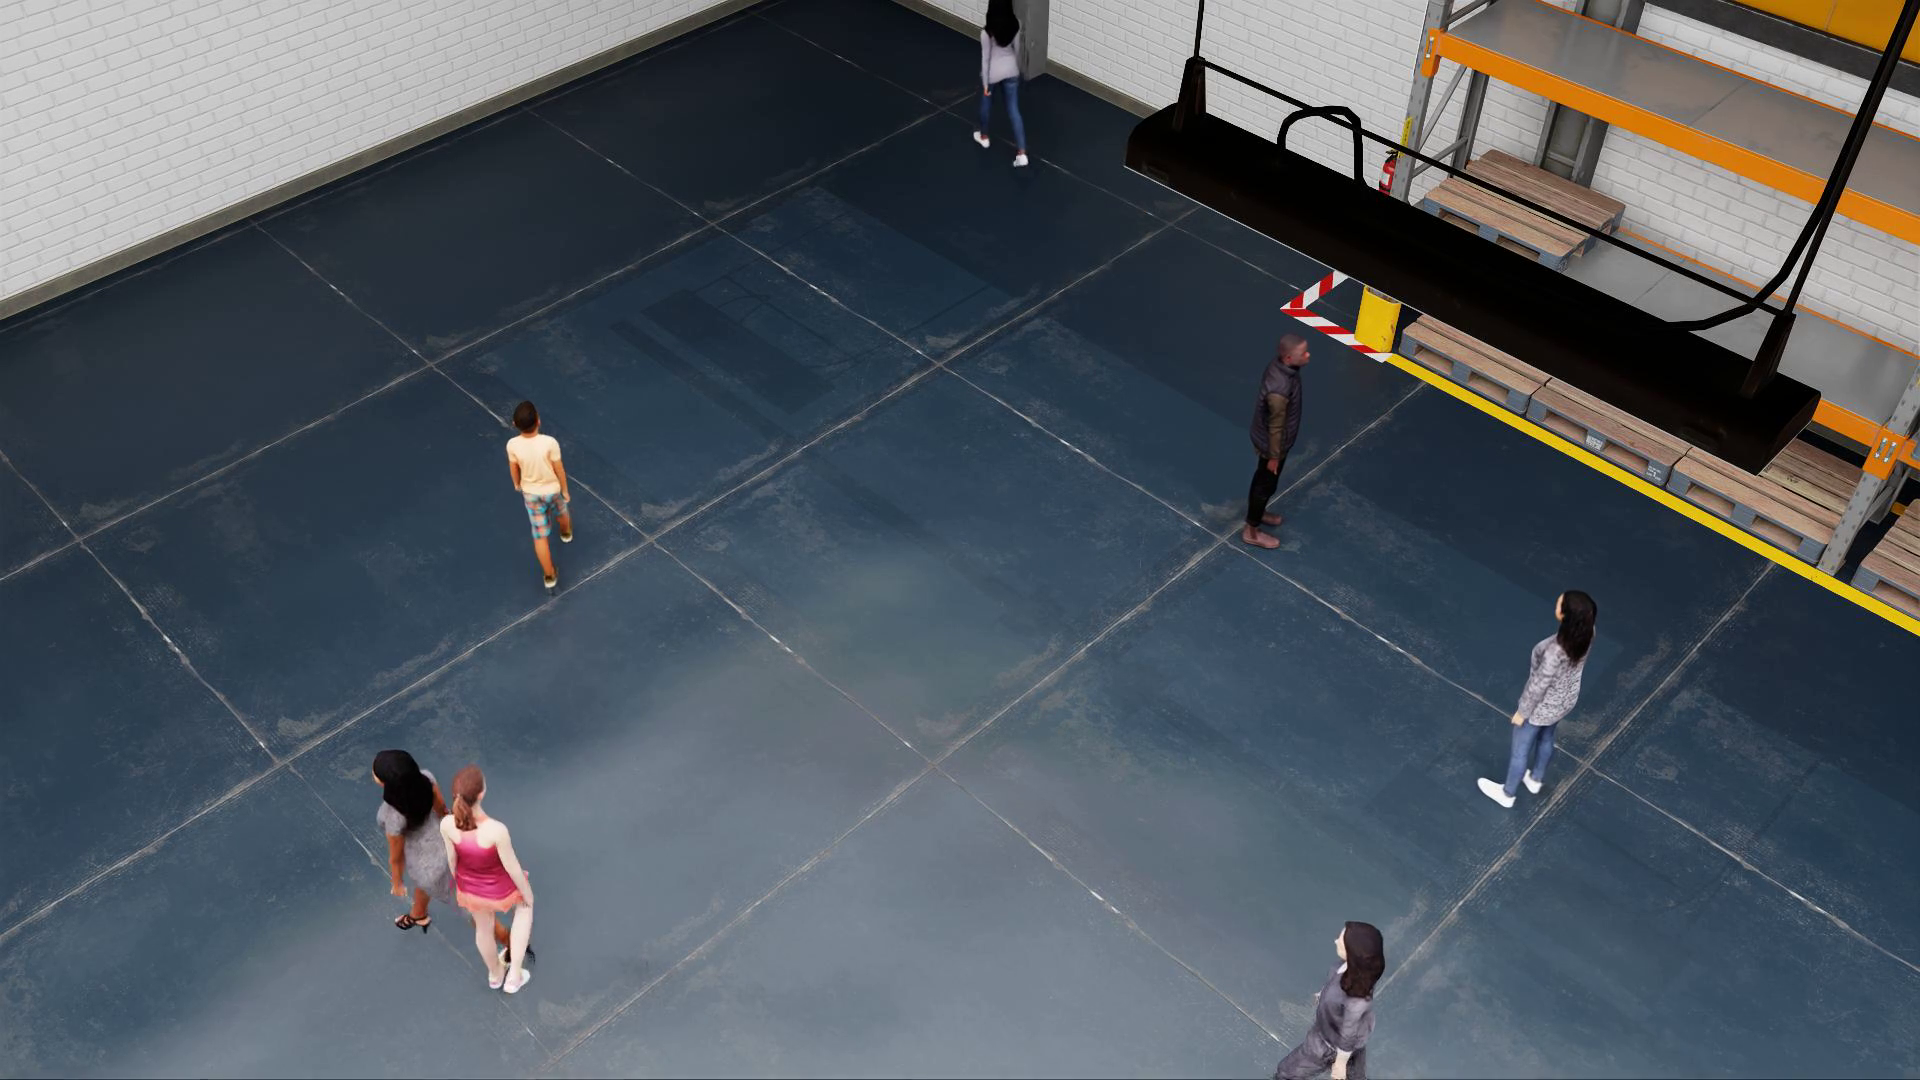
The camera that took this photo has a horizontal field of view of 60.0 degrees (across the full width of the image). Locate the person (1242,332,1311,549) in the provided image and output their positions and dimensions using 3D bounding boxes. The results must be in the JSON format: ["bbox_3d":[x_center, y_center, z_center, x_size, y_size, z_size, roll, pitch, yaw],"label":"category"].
[{"bbox_3d":[2.217,-0.726,11.757,0.773,1.838,0.774,10,44,10],"label":"person"}]

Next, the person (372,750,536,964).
[{"bbox_3d":[-2.818,1.800,9.183,1.196,1.731,1.005,8,44,8],"label":"person"}]

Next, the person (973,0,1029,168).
[{"bbox_3d":[0.438,-4.309,15.617,0.888,1.701,1.213,-18,46,-18],"label":"person"}]

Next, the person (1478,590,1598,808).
[{"bbox_3d":[3.559,0.969,10.055,0.642,1.732,0.577,-28,50,-26],"label":"person"}]

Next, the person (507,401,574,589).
[{"bbox_3d":[-2.924,-0.300,11.609,0.901,1.425,1.032,-5,44,-5],"label":"person"}]

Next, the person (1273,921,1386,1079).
[{"bbox_3d":[2.016,2.526,8.418,1.070,1.735,0.852,15,46,15],"label":"person"}]

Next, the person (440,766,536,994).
[{"bbox_3d":[-2.563,1.941,9.030,0.792,1.738,0.855,-1,44,-1],"label":"person"}]
